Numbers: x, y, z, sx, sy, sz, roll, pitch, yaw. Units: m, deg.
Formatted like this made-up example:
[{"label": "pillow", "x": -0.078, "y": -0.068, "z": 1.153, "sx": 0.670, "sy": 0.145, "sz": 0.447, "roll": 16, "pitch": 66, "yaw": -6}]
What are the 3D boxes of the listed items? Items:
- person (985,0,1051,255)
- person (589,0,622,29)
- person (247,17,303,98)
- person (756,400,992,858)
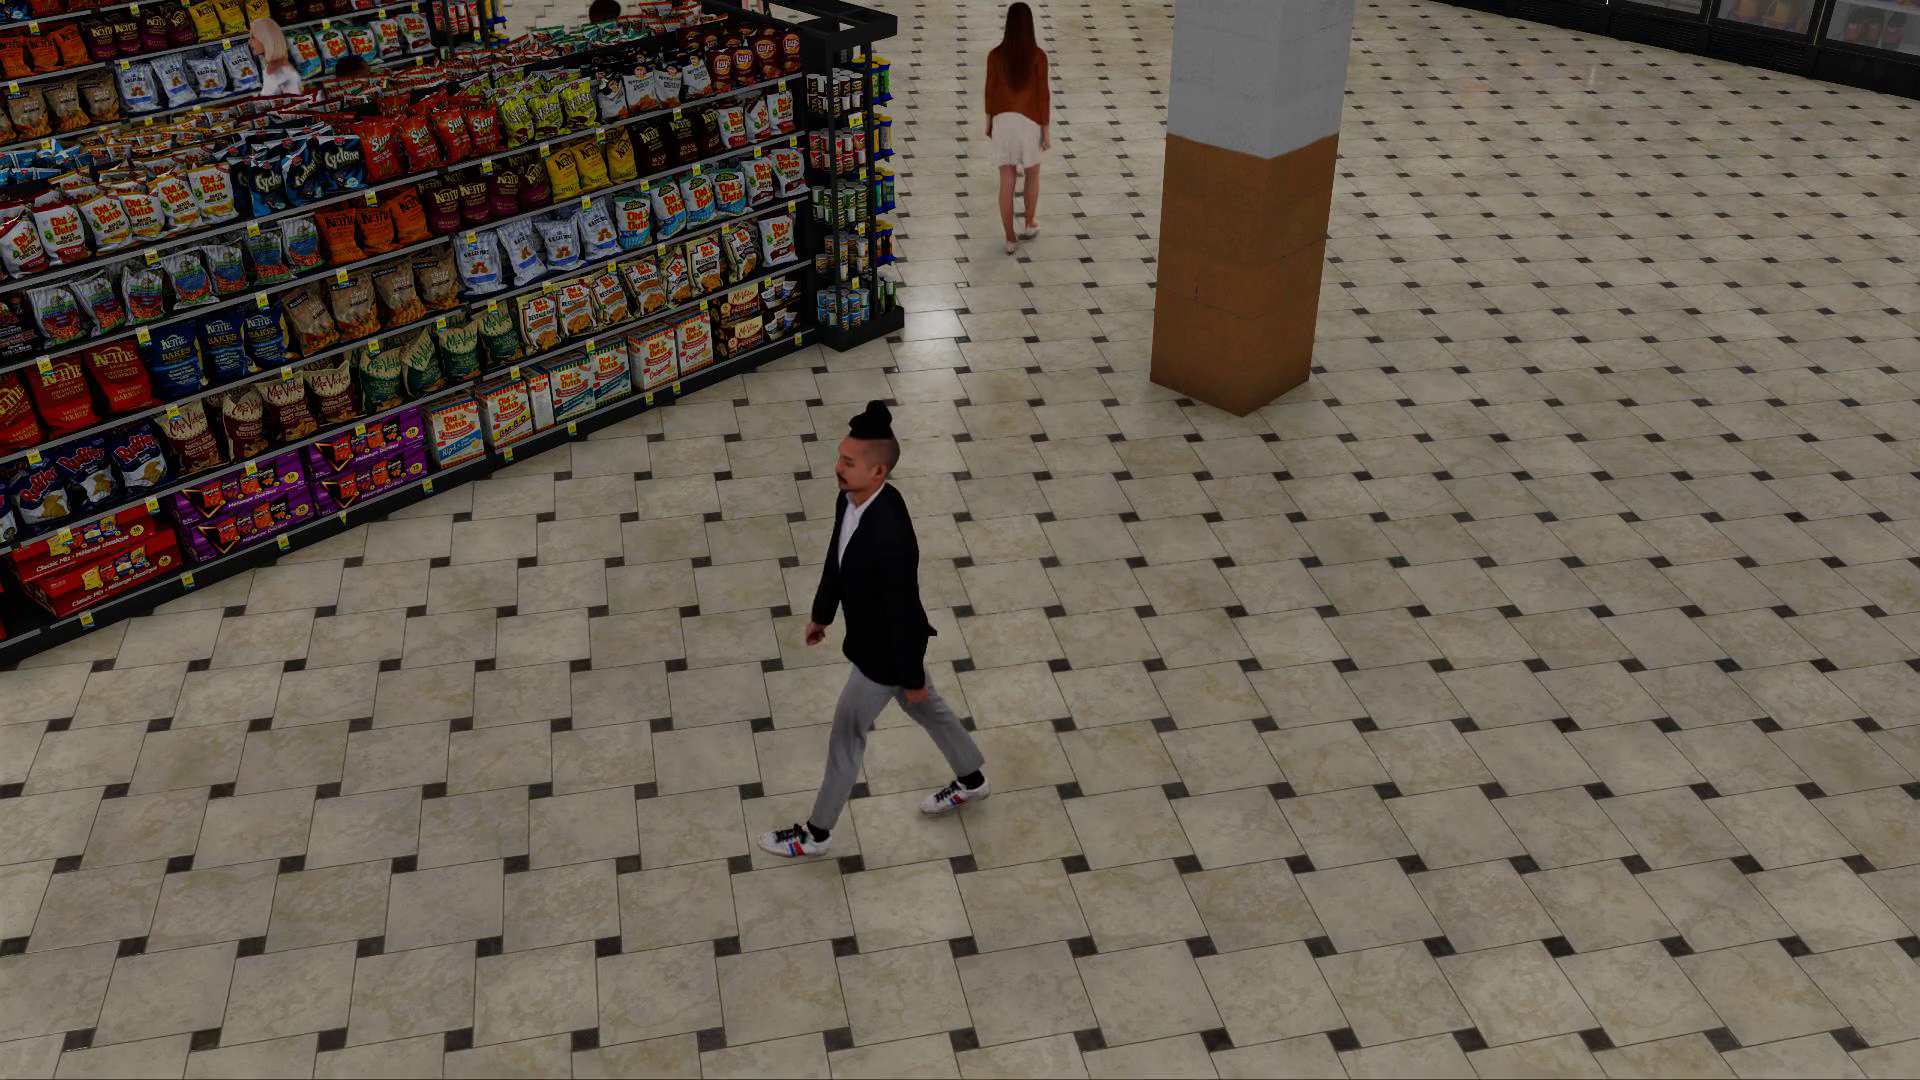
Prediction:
[{"label": "person", "x": 0.385, "y": -2.815, "z": 11.531, "sx": 0.843, "sy": 1.704, "sz": 0.915, "roll": 6, "pitch": 32, "yaw": 10}, {"label": "person", "x": -2.512, "y": -2.902, "z": 11.670, "sx": 0.585, "sy": 1.705, "sz": 0.643, "roll": 22, "pitch": 38, "yaw": 31}, {"label": "person", "x": -4.407, "y": -2.659, "z": 11.257, "sx": 0.745, "sy": 1.730, "sz": 0.624, "roll": -22, "pitch": 38, "yaw": -31}, {"label": "person", "x": -0.192, "y": 0.348, "z": 6.259, "sx": 1.329, "sy": 1.904, "sz": 1.115, "roll": -8, "pitch": 33, "yaw": -13}]
